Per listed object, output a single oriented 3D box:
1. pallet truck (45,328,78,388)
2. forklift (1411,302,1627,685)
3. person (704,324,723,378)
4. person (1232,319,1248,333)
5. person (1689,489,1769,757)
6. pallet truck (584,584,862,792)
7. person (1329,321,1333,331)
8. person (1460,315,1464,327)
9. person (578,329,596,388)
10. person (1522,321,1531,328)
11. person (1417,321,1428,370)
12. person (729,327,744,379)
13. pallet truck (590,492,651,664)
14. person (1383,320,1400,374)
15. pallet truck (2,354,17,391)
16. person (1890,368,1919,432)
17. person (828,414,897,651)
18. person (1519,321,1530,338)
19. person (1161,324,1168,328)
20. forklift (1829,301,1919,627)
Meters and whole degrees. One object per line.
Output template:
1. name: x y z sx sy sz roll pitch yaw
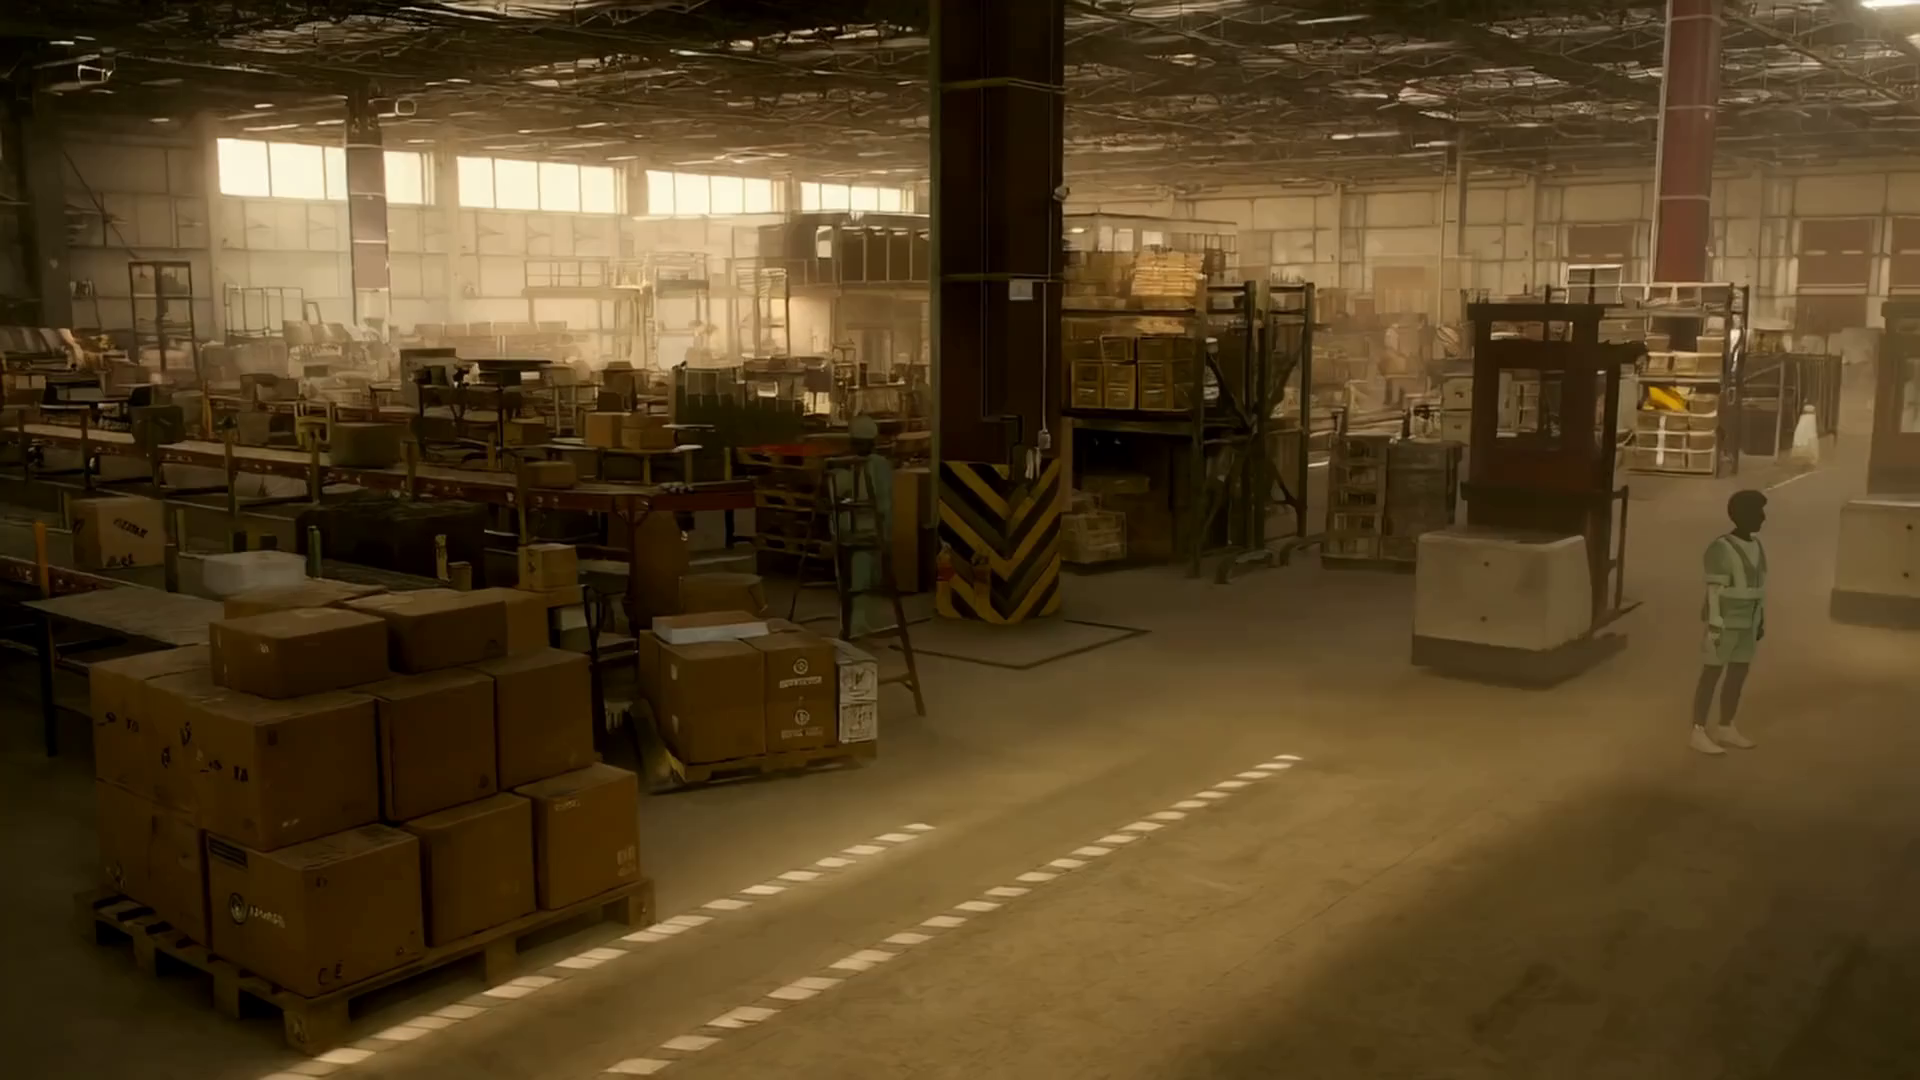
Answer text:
1. pallet truck: -23.775 -4.544 43.495 1.885 1.965 0.823 6 10 35
2. forklift: 4.379 -0.438 12.852 1.129 2.768 1.873 7 11 37
3. person: -8.216 -6.259 55.519 0.603 1.856 0.537 -5 10 -30
4. person: 11.215 -7.951 66.693 0.642 1.925 0.669 2 9 16
5. person: 4.856 0.514 10.437 0.535 1.694 0.321 -5 10 -29
6. pallet truck: -1.426 0.805 10.019 1.601 1.201 0.680 -4 9 -26
7. person: 18.426 -10.146 81.537 0.630 1.912 0.547 1 8 7
8. person: 23.565 -9.677 78.549 0.928 1.864 0.625 -4 9 -23
9. person: -10.911 -5.245 48.687 0.507 1.859 0.374 -6 10 -35
10. person: 26.861 -9.751 78.945 0.558 1.900 0.966 -5 10 -32
11. person: 17.336 -7.340 62.858 0.859 1.838 0.554 4 9 24
12. person: -7.527 -6.292 56.098 0.521 1.759 0.347 2 9 12
13. pallet truck: -3.115 0.344 12.883 0.653 1.274 1.630 7 11 37
14. person: 14.764 -6.534 56.913 0.466 2.002 0.628 -7 11 -40
15. pallet truck: -24.881 -4.417 42.634 1.885 1.965 0.823 8 11 41
16. person: 15.516 -2.011 27.486 0.439 1.683 0.540 -1 9 -7
17. person: -0.836 -0.088 13.721 0.614 1.919 0.851 -7 11 -39
18. person: 26.114 -9.380 76.901 0.558 1.743 0.594 0 8 -3
19. person: 6.717 -6.187 54.991 0.555 1.885 1.027 -2 9 -16
20. forklift: 8.593 -0.715 14.717 1.129 2.768 1.873 7 11 41
